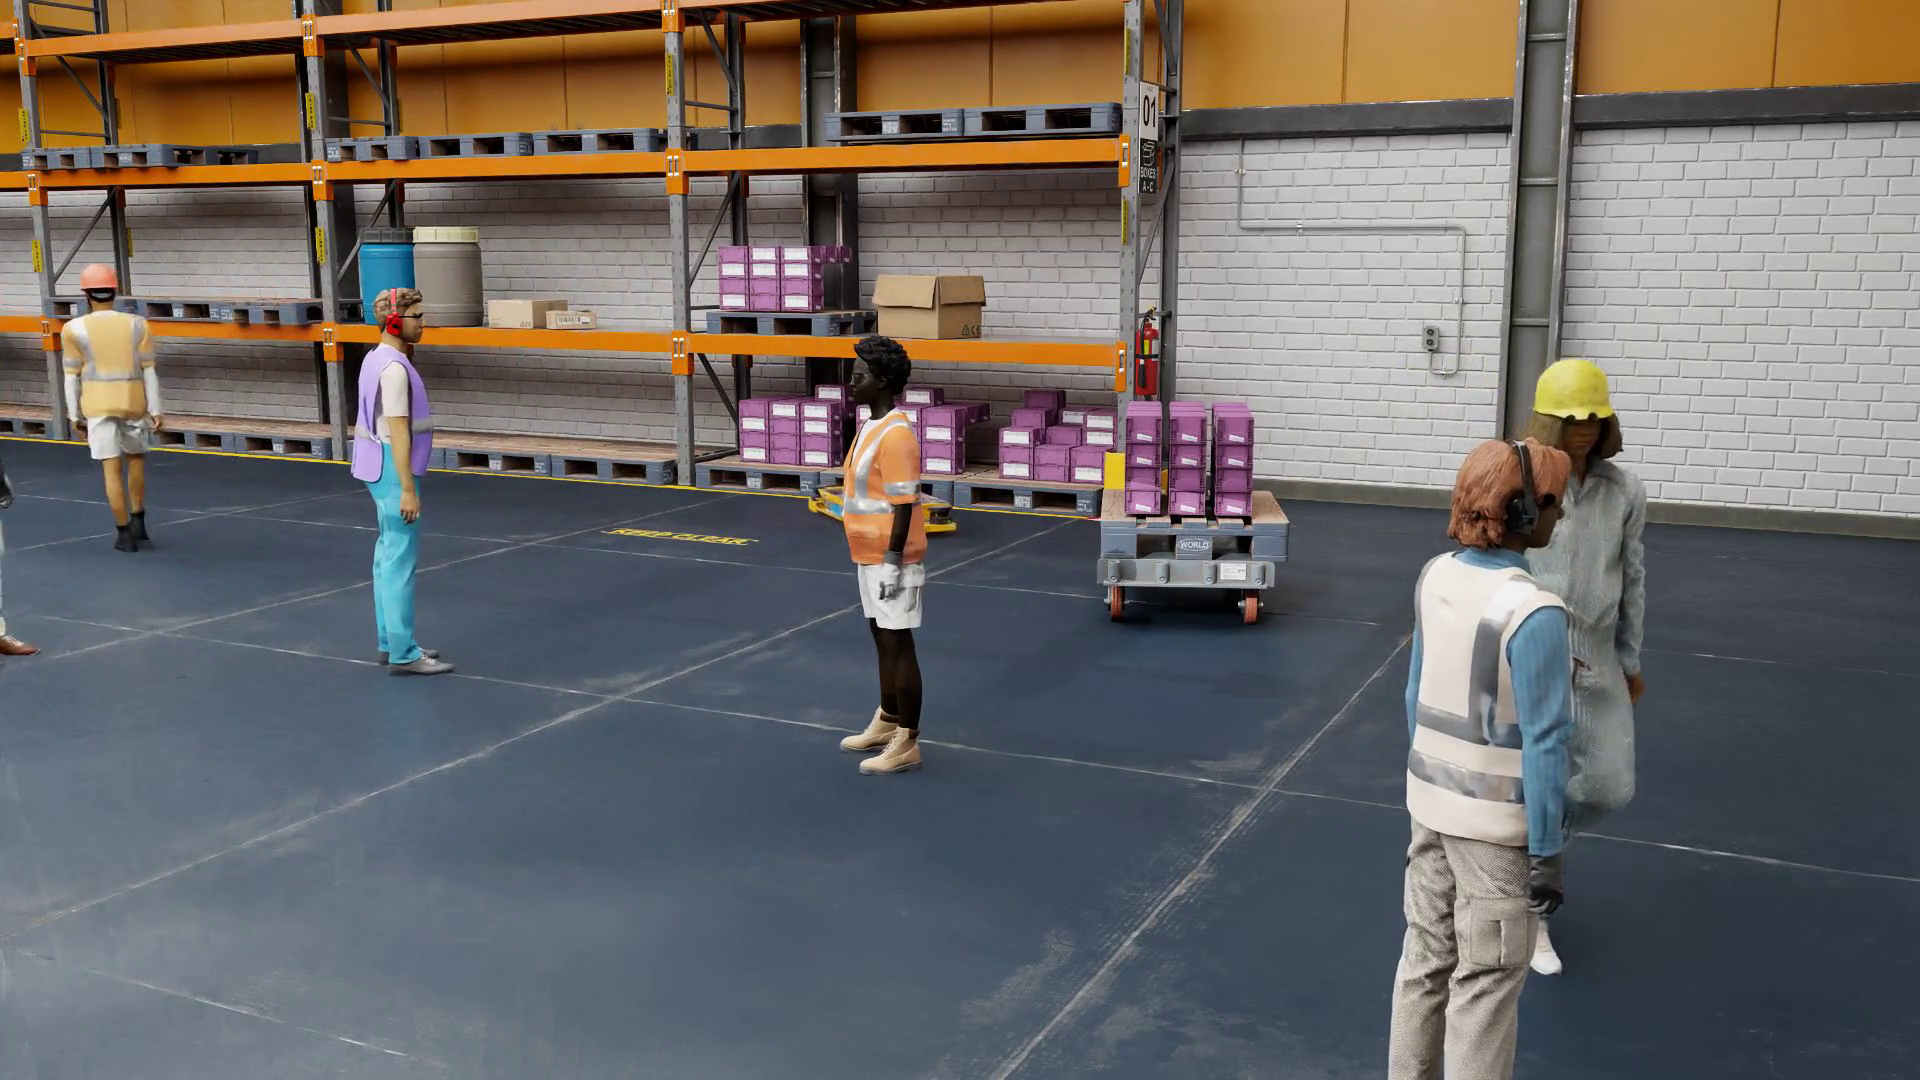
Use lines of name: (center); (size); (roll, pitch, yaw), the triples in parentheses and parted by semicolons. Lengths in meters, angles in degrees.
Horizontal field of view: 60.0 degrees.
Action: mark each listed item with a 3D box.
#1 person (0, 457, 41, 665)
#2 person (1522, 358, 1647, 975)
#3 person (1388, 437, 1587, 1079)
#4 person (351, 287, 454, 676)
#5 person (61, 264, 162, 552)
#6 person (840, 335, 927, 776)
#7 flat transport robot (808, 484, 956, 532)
person: (-4.815, -0.300, 8.076); (0.334, 1.855, 0.530); (1, 10, 5)
person: (1.686, 0.343, 4.732); (0.504, 1.727, 0.434); (-2, 10, -9)
person: (1.106, 0.601, 3.520); (0.312, 1.639, 0.520); (-2, 10, -13)
person: (-2.699, -0.277, 7.953); (0.394, 1.846, 0.564); (-5, 11, -25)
person: (-5.730, -0.891, 11.230); (0.558, 1.920, 0.636); (-7, 12, -35)
person: (-0.297, 0.058, 6.462); (0.320, 1.697, 0.531); (-3, 10, -15)
flat transport robot: (-0.597, -0.241, 12.255); (0.652, 0.197, 1.431); (-4, 11, -22)
